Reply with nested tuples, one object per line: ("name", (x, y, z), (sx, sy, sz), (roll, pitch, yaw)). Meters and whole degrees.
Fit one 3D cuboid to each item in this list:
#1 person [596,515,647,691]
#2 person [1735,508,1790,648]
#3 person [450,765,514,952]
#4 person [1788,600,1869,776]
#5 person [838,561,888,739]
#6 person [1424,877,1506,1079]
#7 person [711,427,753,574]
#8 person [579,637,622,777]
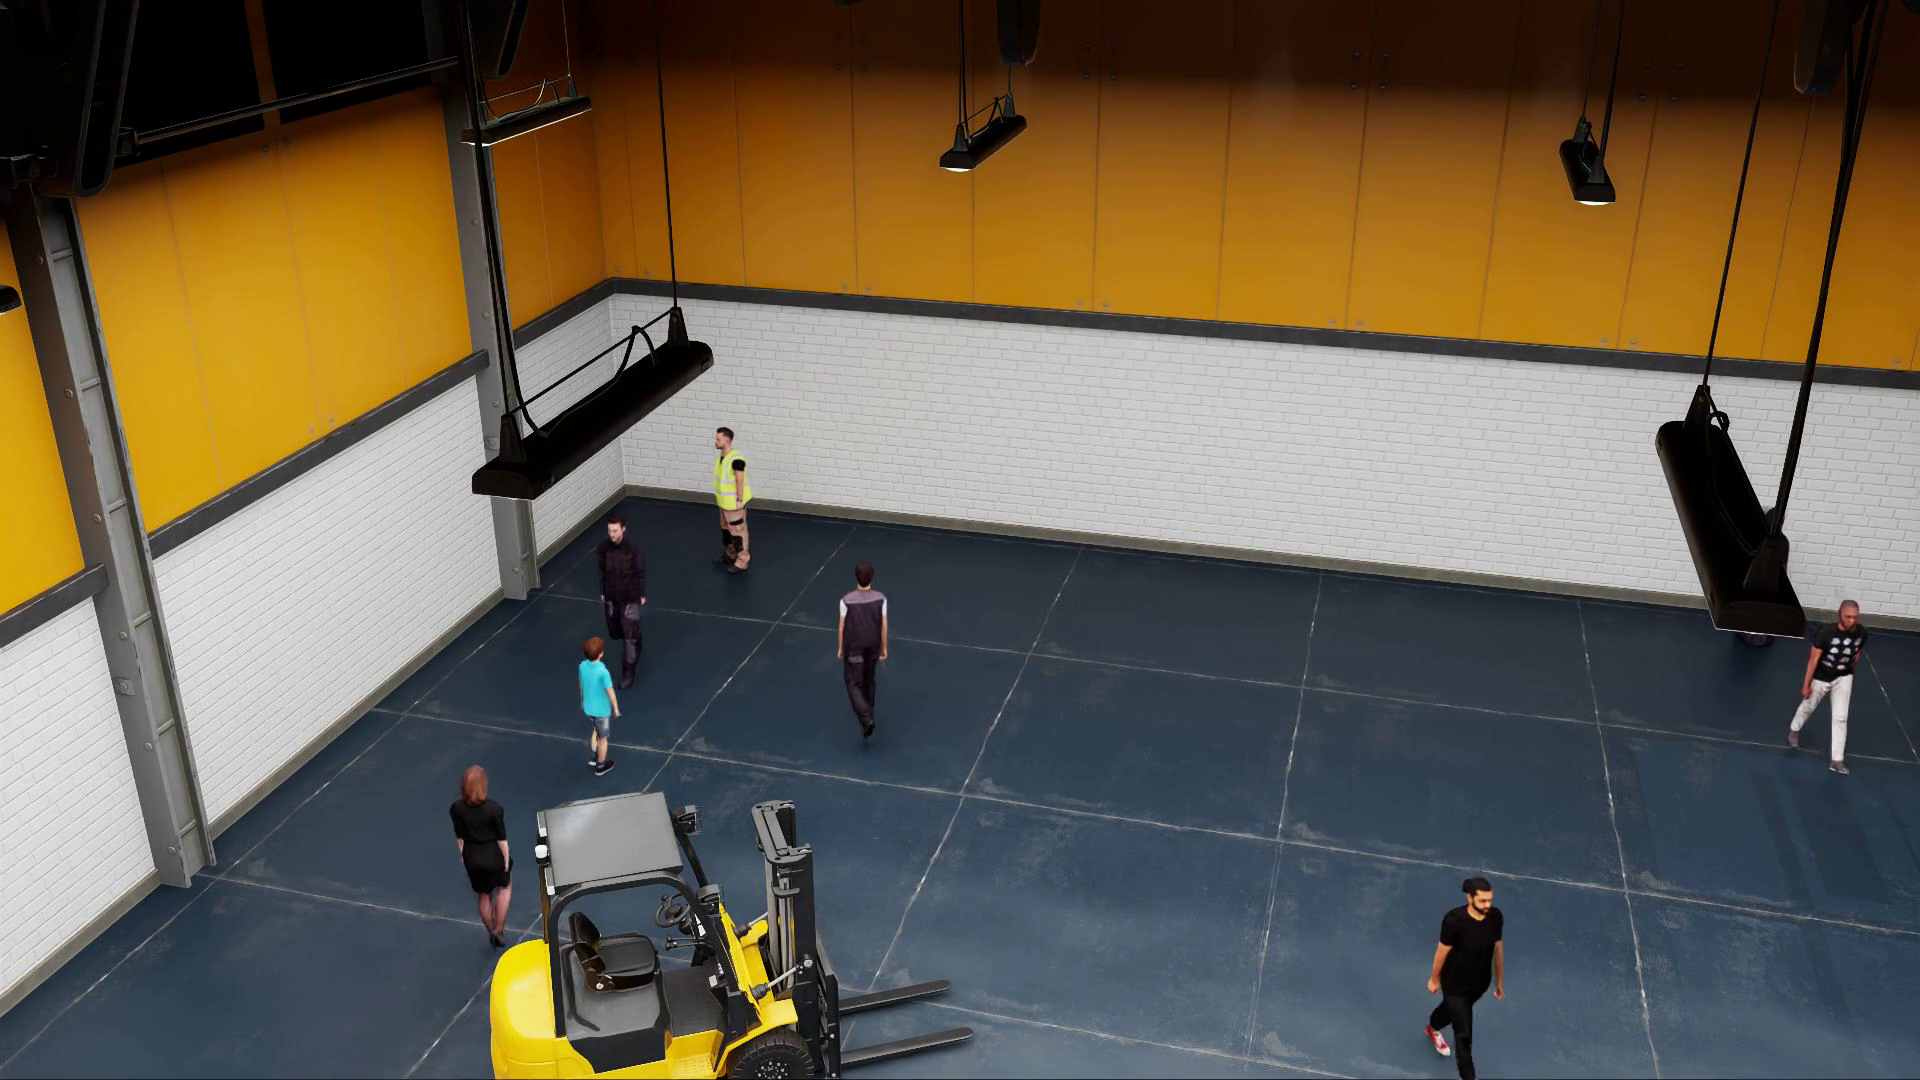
("person", (-3.569, 0.597, 17.712), (0.710, 1.889, 1.094), (5, 24, 10))
("person", (8.955, 0.389, 18.532), (0.795, 1.614, 0.724), (-10, 26, -22))
("person", (-3.837, 2.619, 13.332), (0.674, 1.693, 0.723), (0, 24, 0))
("person", (8.446, 1.344, 16.200), (0.771, 1.732, 1.226), (3, 24, 6))
("person", (-0.958, 1.112, 16.608), (1.002, 1.830, 1.152), (-8, 25, -17))
("person", (3.625, 3.152, 12.091), (1.073, 1.711, 1.247), (-8, 25, -18))
("person", (-2.793, -0.512, 20.304), (0.921, 1.845, 0.866), (-15, 28, -31))
("person", (-3.528, 1.611, 15.952), (0.612, 1.441, 0.603), (14, 27, 29))
